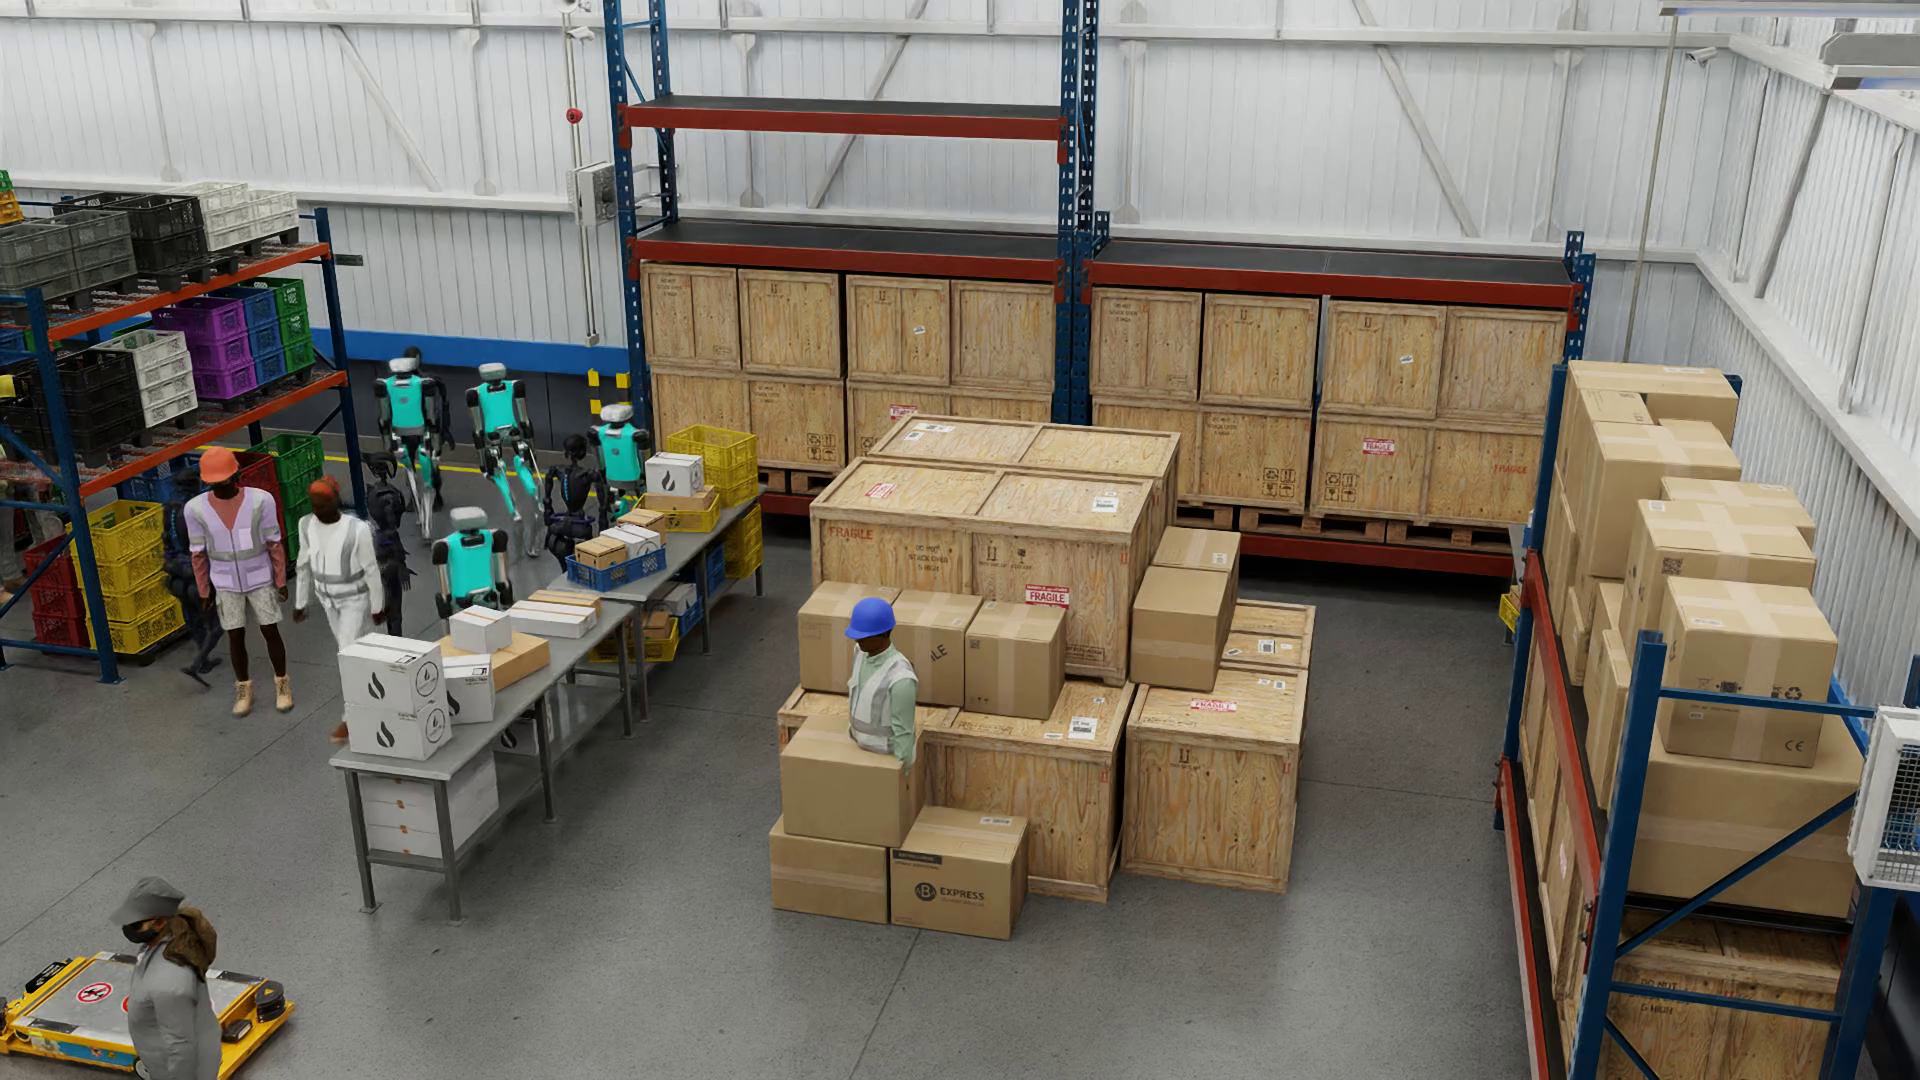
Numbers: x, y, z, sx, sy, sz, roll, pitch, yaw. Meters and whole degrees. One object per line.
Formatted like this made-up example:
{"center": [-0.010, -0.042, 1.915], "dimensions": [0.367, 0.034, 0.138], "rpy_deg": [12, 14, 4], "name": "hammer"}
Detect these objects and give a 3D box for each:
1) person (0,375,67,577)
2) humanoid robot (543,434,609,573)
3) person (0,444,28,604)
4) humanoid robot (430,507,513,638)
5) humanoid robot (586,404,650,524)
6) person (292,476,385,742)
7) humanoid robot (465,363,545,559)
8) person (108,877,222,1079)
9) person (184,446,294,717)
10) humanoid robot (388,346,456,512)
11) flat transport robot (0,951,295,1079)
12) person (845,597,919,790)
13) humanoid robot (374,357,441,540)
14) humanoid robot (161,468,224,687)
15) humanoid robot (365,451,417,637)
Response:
{"center": [-7.962, -0.525, 14.227], "dimensions": [0.596, 1.832, 0.404], "rpy_deg": [16, 26, 36], "name": "person"}
{"center": [-3.077, -0.024, 13.155], "dimensions": [0.591, 1.637, 0.442], "rpy_deg": [6, 22, 15], "name": "humanoid robot"}
{"center": [-8.082, -0.389, 13.864], "dimensions": [0.429, 1.838, 0.632], "rpy_deg": [1, 21, 2], "name": "person"}
{"center": [-3.186, 0.662, 11.254], "dimensions": [0.556, 1.738, 1.013], "rpy_deg": [-17, 26, -37], "name": "humanoid robot"}
{"center": [-2.686, -0.336, 13.875], "dimensions": [0.541, 1.768, 0.769], "rpy_deg": [5, 22, 14], "name": "humanoid robot"}
{"center": [-4.382, 0.478, 11.556], "dimensions": [0.593, 1.865, 0.739], "rpy_deg": [8, 22, 21], "name": "person"}
{"center": [-3.949, -0.585, 14.698], "dimensions": [0.552, 1.888, 0.766], "rpy_deg": [-12, 24, -28], "name": "humanoid robot"}
{"center": [-3.318, 2.217, 7.142], "dimensions": [0.397, 1.769, 0.572], "rpy_deg": [-9, 23, -23], "name": "person"}
{"center": [-5.100, 0.297, 11.806], "dimensions": [0.608, 2.033, 0.404], "rpy_deg": [-6, 22, -15], "name": "person"}
{"center": [-5.122, -1.066, 15.863], "dimensions": [0.597, 1.639, 0.379], "rpy_deg": [-3, 21, -7], "name": "humanoid robot"}
{"center": [-4.270, 2.464, 8.601], "dimensions": [1.431, 0.231, 0.659], "rpy_deg": [5, 22, 13], "name": "flat transport robot"}
{"center": [-0.456, 1.215, 9.534], "dimensions": [0.411, 1.939, 0.602], "rpy_deg": [-11, 24, -27], "name": "person"}
{"center": [-4.996, -0.864, 15.251], "dimensions": [0.552, 1.755, 0.940], "rpy_deg": [-3, 21, -9], "name": "humanoid robot"}
{"center": [-5.774, 0.287, 12.354], "dimensions": [0.612, 1.641, 0.550], "rpy_deg": [10, 23, 24], "name": "humanoid robot"}
{"center": [-4.359, 0.116, 12.750], "dimensions": [0.315, 1.657, 0.599], "rpy_deg": [-10, 23, -24], "name": "humanoid robot"}
